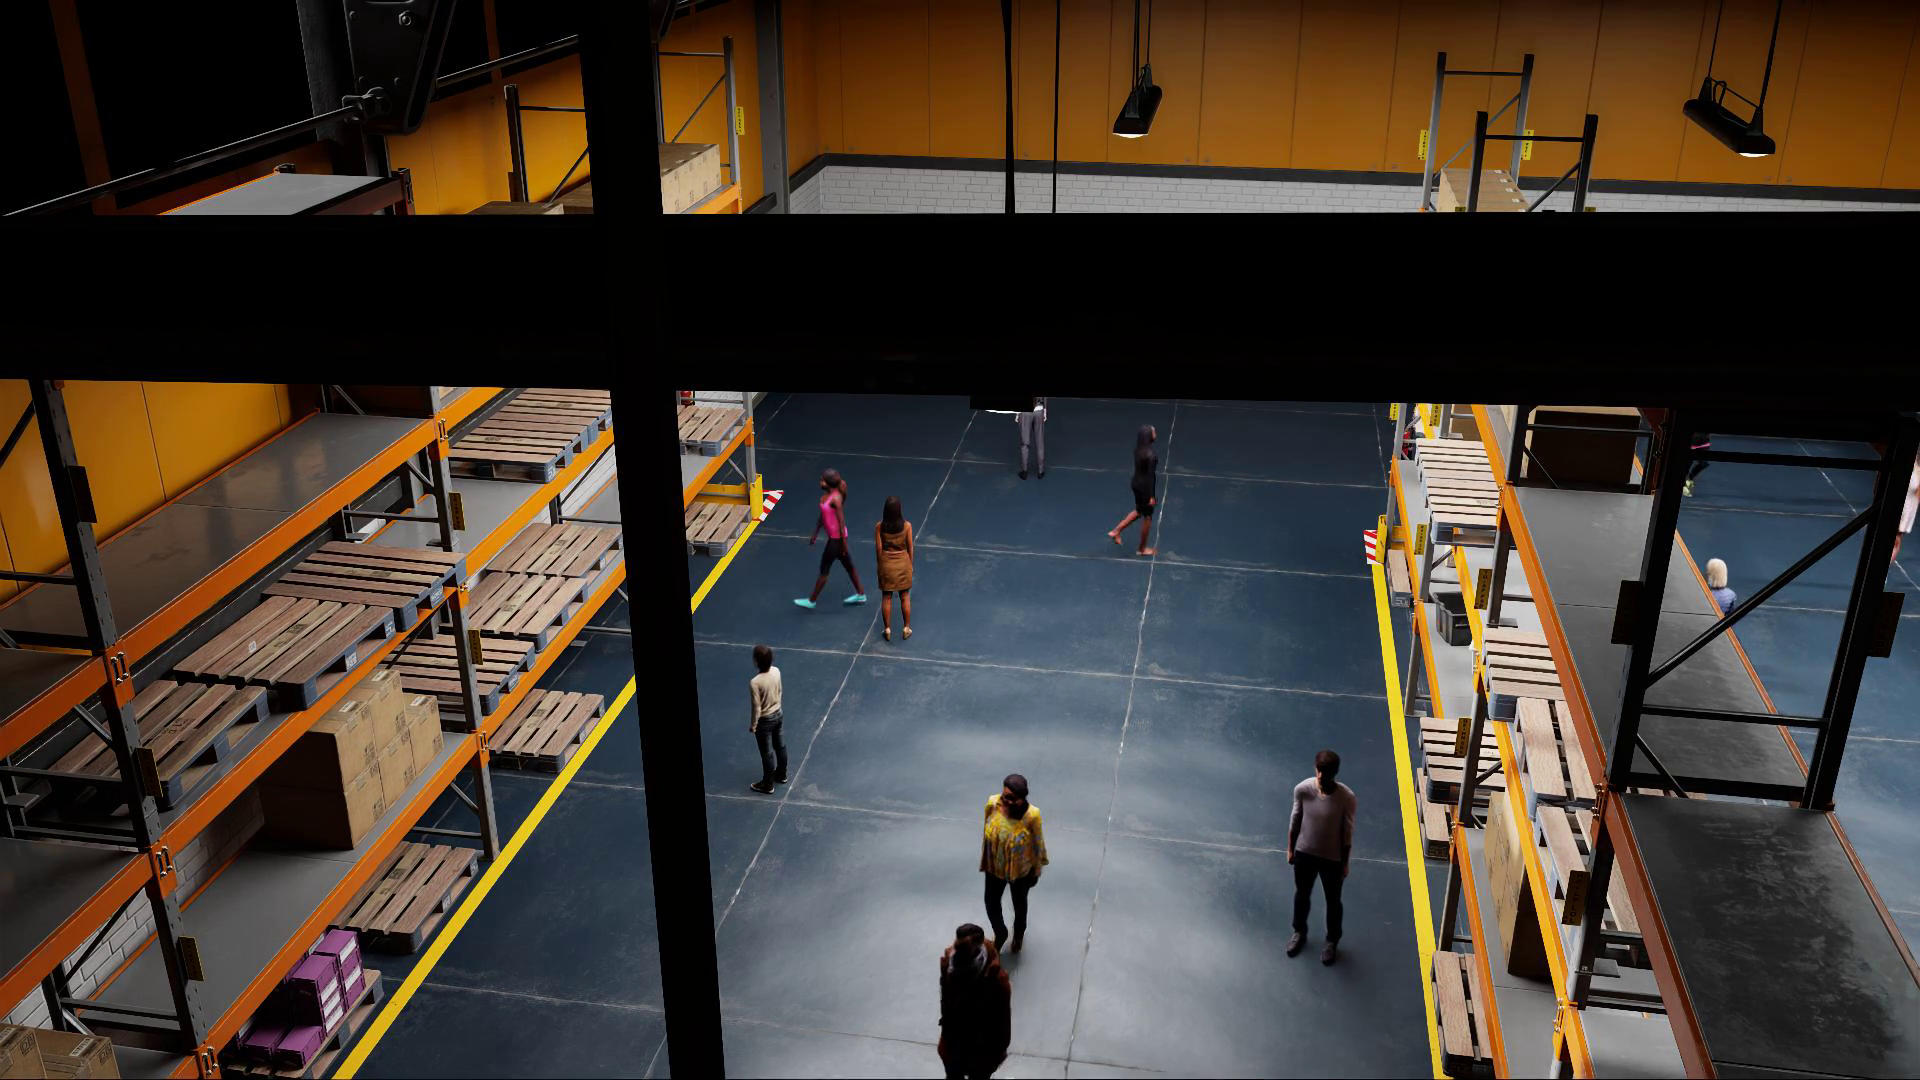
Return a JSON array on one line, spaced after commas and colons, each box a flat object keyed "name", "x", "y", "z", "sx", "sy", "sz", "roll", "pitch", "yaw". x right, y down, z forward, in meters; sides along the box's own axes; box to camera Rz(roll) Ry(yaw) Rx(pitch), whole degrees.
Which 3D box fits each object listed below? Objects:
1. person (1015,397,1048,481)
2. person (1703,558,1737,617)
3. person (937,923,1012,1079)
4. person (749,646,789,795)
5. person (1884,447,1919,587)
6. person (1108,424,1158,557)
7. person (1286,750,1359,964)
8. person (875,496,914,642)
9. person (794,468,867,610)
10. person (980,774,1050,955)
[{"name": "person", "x": 0.966, "y": -1.685, "z": 22.569, "sx": 0.629, "sy": 1.779, "sz": 0.583, "roll": -2, "pitch": 24, "yaw": -4}, {"name": "person", "x": 7.391, "y": 1.040, "z": 16.411, "sx": 0.805, "sy": 1.719, "sz": 1.029, "roll": -1, "pitch": 24, "yaw": -2}, {"name": "person", "x": 0.115, "y": 3.303, "z": 11.100, "sx": 0.892, "sy": 1.827, "sz": 0.990, "roll": 16, "pitch": 28, "yaw": 32}, {"name": "person", "x": -1.767, "y": 1.642, "z": 15.351, "sx": 0.691, "sy": 1.465, "sz": 0.582, "roll": 16, "pitch": 28, "yaw": 33}, {"name": "person", "x": 10.998, "y": -0.325, "z": 19.488, "sx": 0.671, "sy": 1.755, "sz": 0.850, "roll": 12, "pitch": 26, "yaw": 25}, {"name": "person", "x": 2.143, "y": -0.584, "z": 20.142, "sx": 0.856, "sy": 1.706, "sz": 0.873, "roll": -5, "pitch": 24, "yaw": -11}, {"name": "person", "x": 2.835, "y": 2.450, "z": 13.031, "sx": 0.716, "sy": 1.841, "sz": 0.657, "roll": 13, "pitch": 27, "yaw": 27}, {"name": "person", "x": -0.712, "y": 0.303, "z": 18.133, "sx": 0.609, "sy": 1.690, "sz": 0.585, "roll": -2, "pitch": 24, "yaw": -5}, {"name": "person", "x": -1.311, "y": -0.013, "z": 18.872, "sx": 0.899, "sy": 1.676, "sz": 1.077, "roll": -6, "pitch": 24, "yaw": -13}, {"name": "person", "x": 0.432, "y": 2.521, "z": 13.120, "sx": 0.756, "sy": 1.640, "sz": 0.782, "roll": 9, "pitch": 25, "yaw": 19}]
